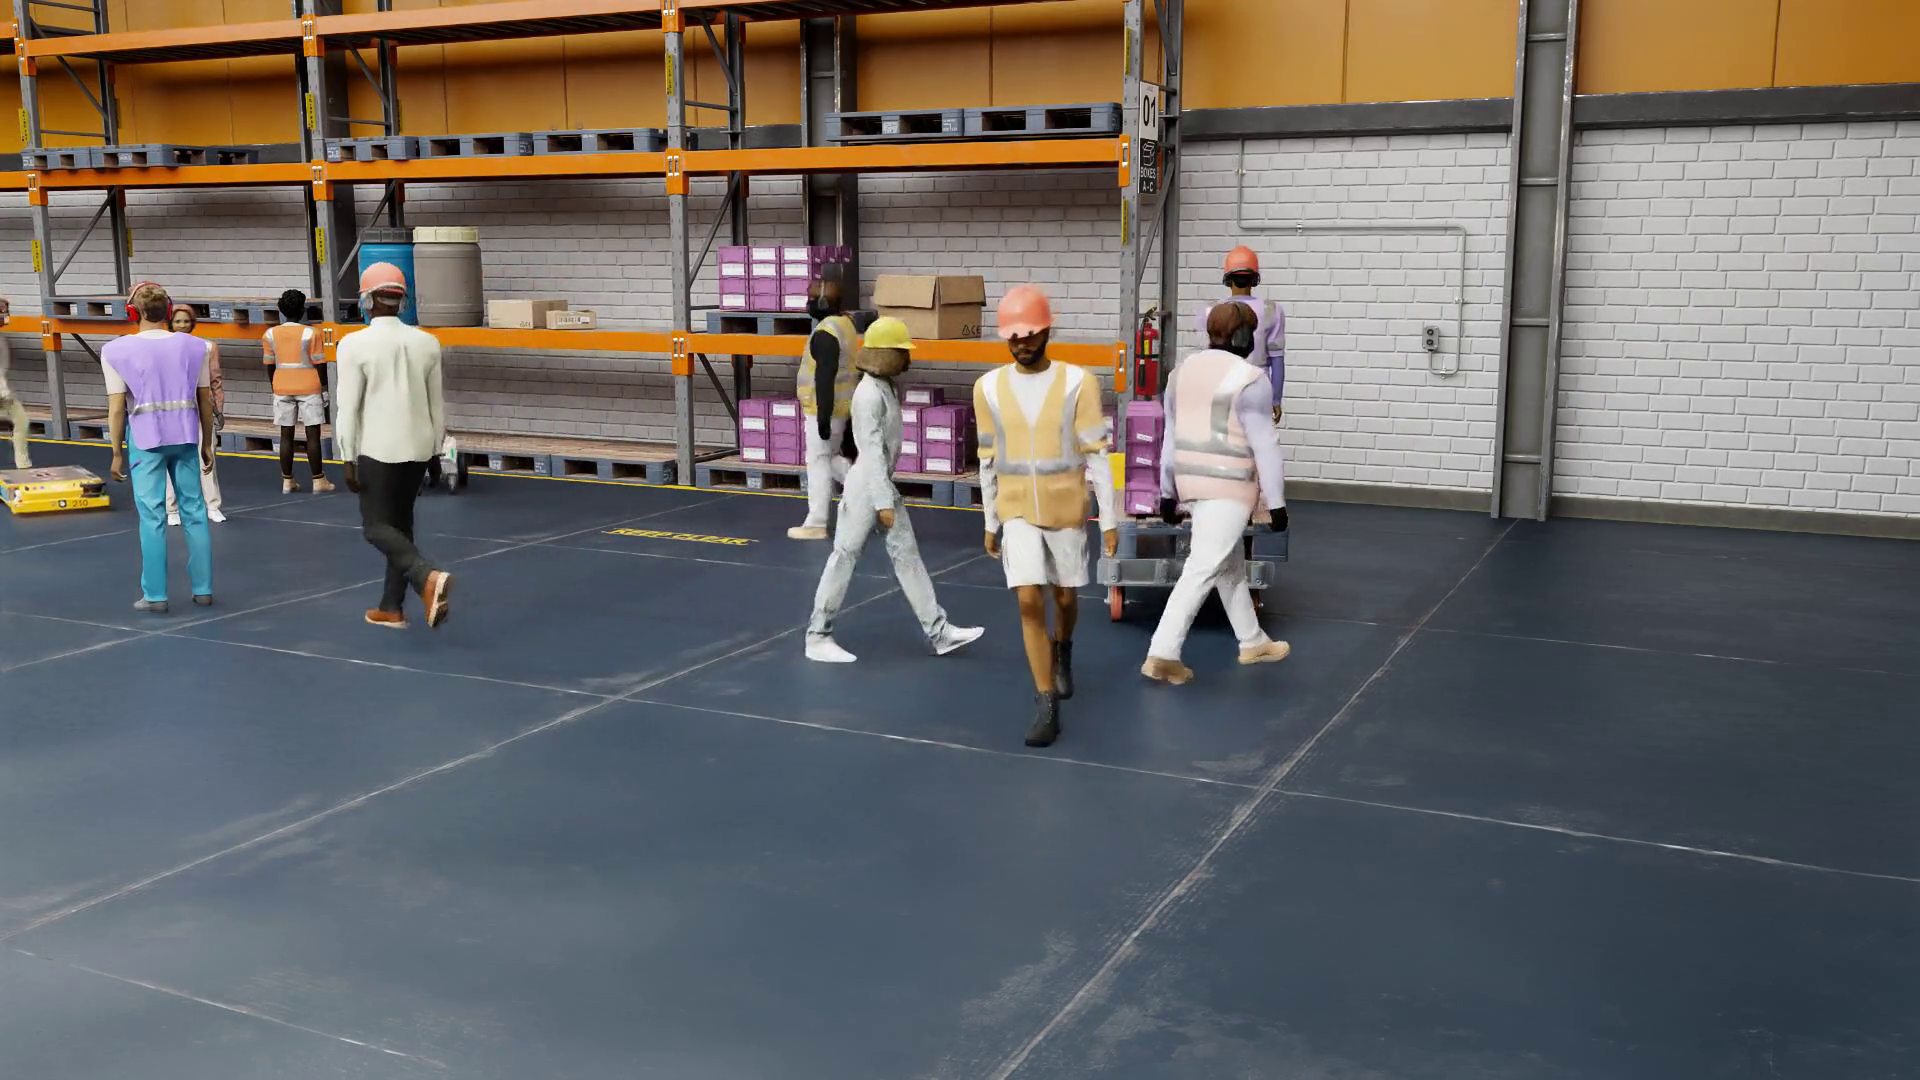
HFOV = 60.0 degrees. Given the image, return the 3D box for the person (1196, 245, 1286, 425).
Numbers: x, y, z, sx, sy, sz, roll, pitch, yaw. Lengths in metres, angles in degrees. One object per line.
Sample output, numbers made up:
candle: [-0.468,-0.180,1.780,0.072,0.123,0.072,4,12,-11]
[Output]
person: [1.930,-0.996,11.495,0.608,2.048,0.365,1,10,6]

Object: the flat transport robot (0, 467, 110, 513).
flat transport robot: [-7.286,-0.419,13.273,0.652,0.197,1.431,-7,12,-36]

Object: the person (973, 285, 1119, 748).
person: [0.377,-0.143,7.089,0.611,1.888,0.938,2,10,11]

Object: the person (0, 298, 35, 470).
person: [-8.266,-1.298,14.449,0.623,1.613,0.516,-3,10,-16]

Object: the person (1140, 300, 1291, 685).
person: [1.220,-0.227,7.848,0.975,1.794,0.644,-6,11,-30]

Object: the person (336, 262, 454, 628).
person: [-2.918,-0.465,8.714,0.785,1.960,0.614,7,12,35]

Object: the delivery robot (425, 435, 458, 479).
delivery robot: [-4.405,-0.728,13.964,0.477,0.478,0.707,-3,10,-15]

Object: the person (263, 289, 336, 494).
person: [-5.484,-1.223,13.799,0.535,1.697,0.318,1,10,5]

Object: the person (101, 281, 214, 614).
person: [-4.445,-0.511,9.281,0.389,1.850,0.567,10,14,44]

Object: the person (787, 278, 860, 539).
person: [-0.879,-0.905,11.597,0.611,1.829,0.640,2,10,10]

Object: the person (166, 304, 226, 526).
person: [-5.690,-0.919,12.256,0.512,1.630,0.318,-6,12,-33]

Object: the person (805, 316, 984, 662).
person: [-0.349,-0.228,8.107,0.908,1.695,0.504,2,10,10]
